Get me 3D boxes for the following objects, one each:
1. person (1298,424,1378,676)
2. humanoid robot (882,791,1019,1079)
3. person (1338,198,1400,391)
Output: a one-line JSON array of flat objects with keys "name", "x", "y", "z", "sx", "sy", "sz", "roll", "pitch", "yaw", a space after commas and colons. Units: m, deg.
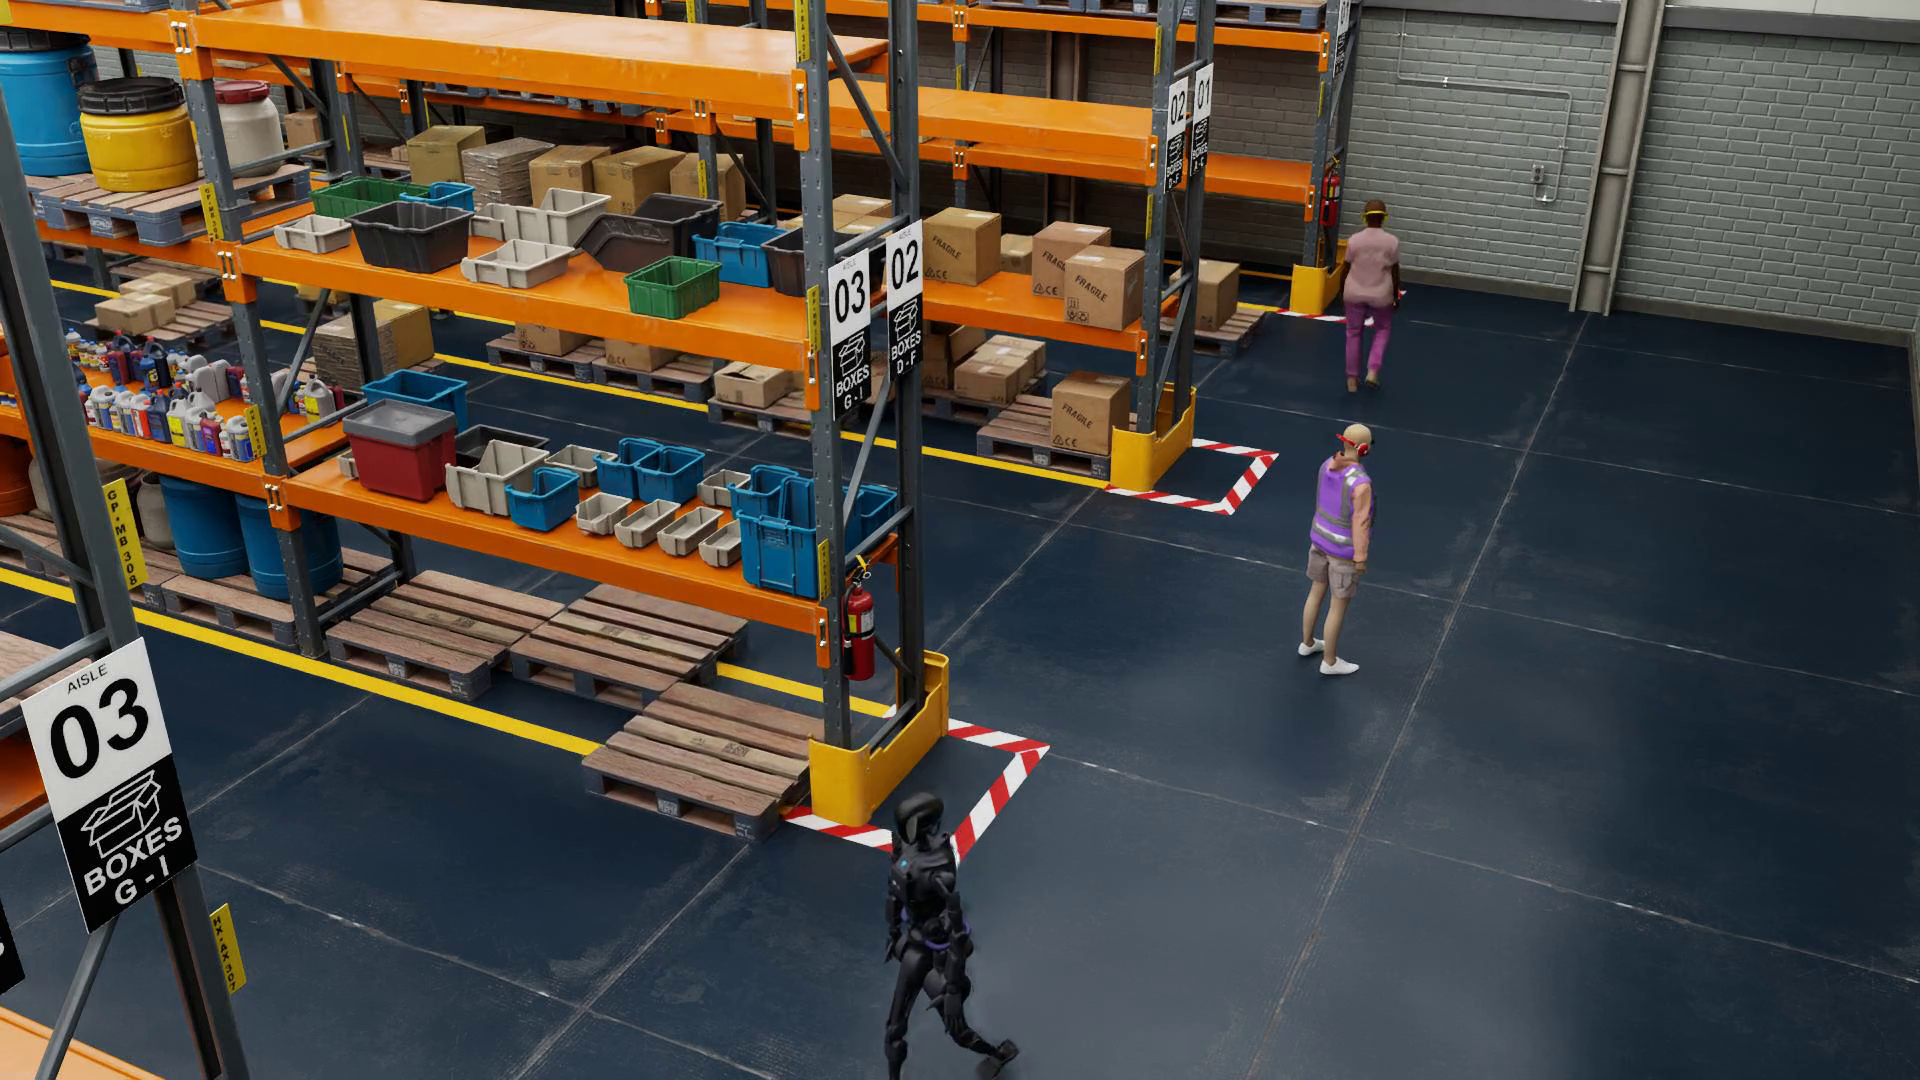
[{"name": "person", "x": 2.414, "y": 0.056, "z": 10.594, "sx": 0.352, "sy": 1.688, "sz": 0.489, "roll": -11, "pitch": 28, "yaw": -21}, {"name": "humanoid robot", "x": -0.080, "y": 1.772, "z": 7.194, "sx": 0.743, "sy": 1.649, "sz": 0.613, "roll": -16, "pitch": 30, "yaw": -29}, {"name": "person", "x": 3.694, "y": -2.204, "z": 15.038, "sx": 0.565, "sy": 1.789, "sz": 0.396, "roll": 8, "pitch": 27, "yaw": 16}]
